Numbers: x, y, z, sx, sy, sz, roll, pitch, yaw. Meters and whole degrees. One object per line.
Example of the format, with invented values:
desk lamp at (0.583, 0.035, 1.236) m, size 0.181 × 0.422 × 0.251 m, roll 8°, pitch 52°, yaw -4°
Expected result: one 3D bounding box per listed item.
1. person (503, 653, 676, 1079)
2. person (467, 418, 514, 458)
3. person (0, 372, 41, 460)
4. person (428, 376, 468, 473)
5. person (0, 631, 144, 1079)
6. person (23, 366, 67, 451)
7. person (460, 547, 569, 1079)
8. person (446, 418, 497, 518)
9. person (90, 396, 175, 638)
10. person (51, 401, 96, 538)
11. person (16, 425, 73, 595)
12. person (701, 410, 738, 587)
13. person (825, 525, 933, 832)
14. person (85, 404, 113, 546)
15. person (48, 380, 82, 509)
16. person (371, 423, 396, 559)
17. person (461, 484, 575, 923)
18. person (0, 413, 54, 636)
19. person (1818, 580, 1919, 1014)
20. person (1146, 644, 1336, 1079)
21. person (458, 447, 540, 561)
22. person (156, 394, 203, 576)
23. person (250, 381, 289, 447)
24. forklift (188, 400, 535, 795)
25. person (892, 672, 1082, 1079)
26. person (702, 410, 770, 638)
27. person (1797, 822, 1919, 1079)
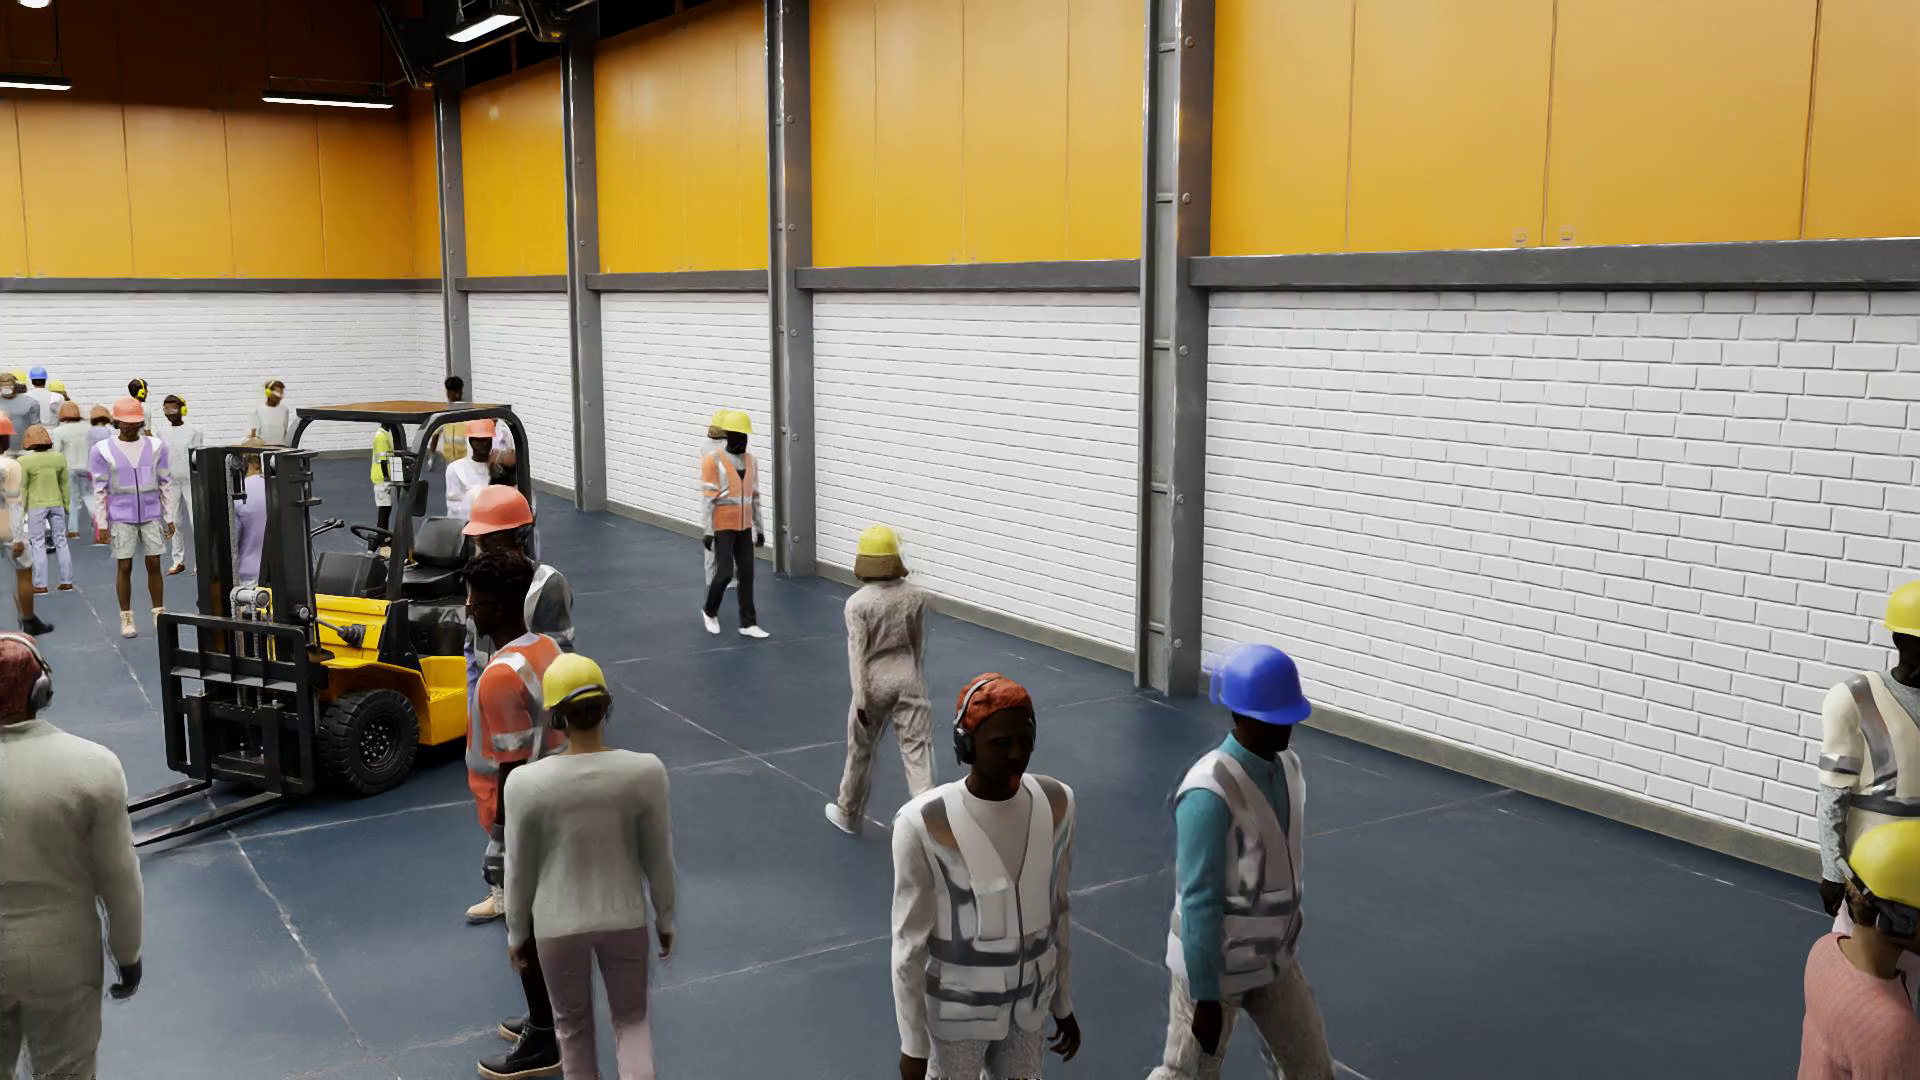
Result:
person at (-1.166, 1.233, 5.305) m, size 0.536 × 1.745 × 0.521 m, roll -3°, pitch 9°, yaw -20°
person at (-5.158, -0.650, 18.324) m, size 0.513 × 1.641 × 0.309 m, roll -2°, pitch 9°, yaw -16°
person at (-11.525, -1.079, 20.268) m, size 0.636 × 1.930 × 0.371 m, roll -4°, pitch 10°, yaw -28°
person at (-6.015, -1.015, 19.961) m, size 0.661 × 1.898 × 1.048 m, roll 1°, pitch 9°, yaw 8°
person at (-2.762, 1.211, 4.918) m, size 0.672 × 1.894 × 0.423 m, roll -3°, pitch 9°, yaw -17°
person at (-11.916, -1.287, 21.641) m, size 0.622 × 1.936 × 0.423 m, roll -3°, pitch 9°, yaw -18°
person at (-1.629, 0.997, 6.141) m, size 0.368 × 1.961 × 0.613 m, roll 0°, pitch 8°, yaw 2°
person at (-3.723, -0.012, 13.020) m, size 0.545 × 1.942 × 0.350 m, roll -5°, pitch 10°, yaw -31°
person at (-6.908, -0.191, 13.938) m, size 0.611 × 2.032 × 0.411 m, roll -7°, pitch 11°, yaw -39°
person at (-10.329, -0.811, 19.486) m, size 0.471 × 1.616 × 0.536 m, roll 6°, pitch 11°, yaw 37°
person at (-8.782, -0.290, 15.953) m, size 0.271 × 1.627 × 0.501 m, roll 5°, pitch 10°, yaw 31°
person at (-2.325, -0.407, 16.348) m, size 0.487 × 1.744 × 0.297 m, roll 6°, pitch 10°, yaw 34°
person at (-0.387, 0.766, 8.618) m, size 0.488 × 1.694 × 0.918 m, roll -5°, pitch 10°, yaw -29°
person at (-9.877, -0.753, 19.129) m, size 0.410 × 1.610 × 0.530 m, roll -8°, pitch 12°, yaw -43°
person at (-11.934, -1.252, 22.076) m, size 0.322 × 1.735 × 0.485 m, roll 5°, pitch 10°, yaw 30°
person at (-6.237, -0.643, 18.103) m, size 0.322 × 1.692 × 0.532 m, roll -2°, pitch 9°, yaw -13°
person at (-2.011, 0.762, 7.468) m, size 0.615 × 2.038 × 0.395 m, roll 5°, pitch 10°, yaw 31°
person at (-7.941, -0.086, 13.654) m, size 0.555 × 1.908 × 0.893 m, roll 2°, pitch 9°, yaw 14°
person at (3.206, 1.084, 5.674) m, size 0.585 × 1.928 × 0.370 m, roll -2°, pitch 9°, yaw -11°
person at (0.825, 1.222, 4.929) m, size 0.946 × 1.887 × 0.634 m, roll 7°, pitch 11°, yaw 38°
person at (-3.291, 0.231, 11.845) m, size 0.825 × 1.808 × 0.627 m, roll 6°, pitch 11°, yaw 37°
person at (-7.946, -0.559, 16.991) m, size 0.511 × 1.862 × 0.324 m, roll 1°, pitch 8°, yaw 5°
person at (-8.274, -0.993, 20.005) m, size 0.568 × 1.823 × 0.886 m, roll -7°, pitch 11°, yaw -40°
forklift at (-3.529, 0.258, 10.348) m, size 1.214 × 2.155 × 2.313 m, roll 4°, pitch 9°, yaw 25°
person at (0.078, 1.283, 4.487) m, size 0.575 × 1.881 × 0.356 m, roll -6°, pitch 10°, yaw -33°
person at (-1.881, -0.124, 13.859) m, size 0.536 × 1.914 × 0.635 m, roll 7°, pitch 11°, yaw 40°
person at (1.995, 1.468, 3.676) m, size 0.343 × 1.755 × 0.531 m, roll 2°, pitch 9°, yaw 13°
